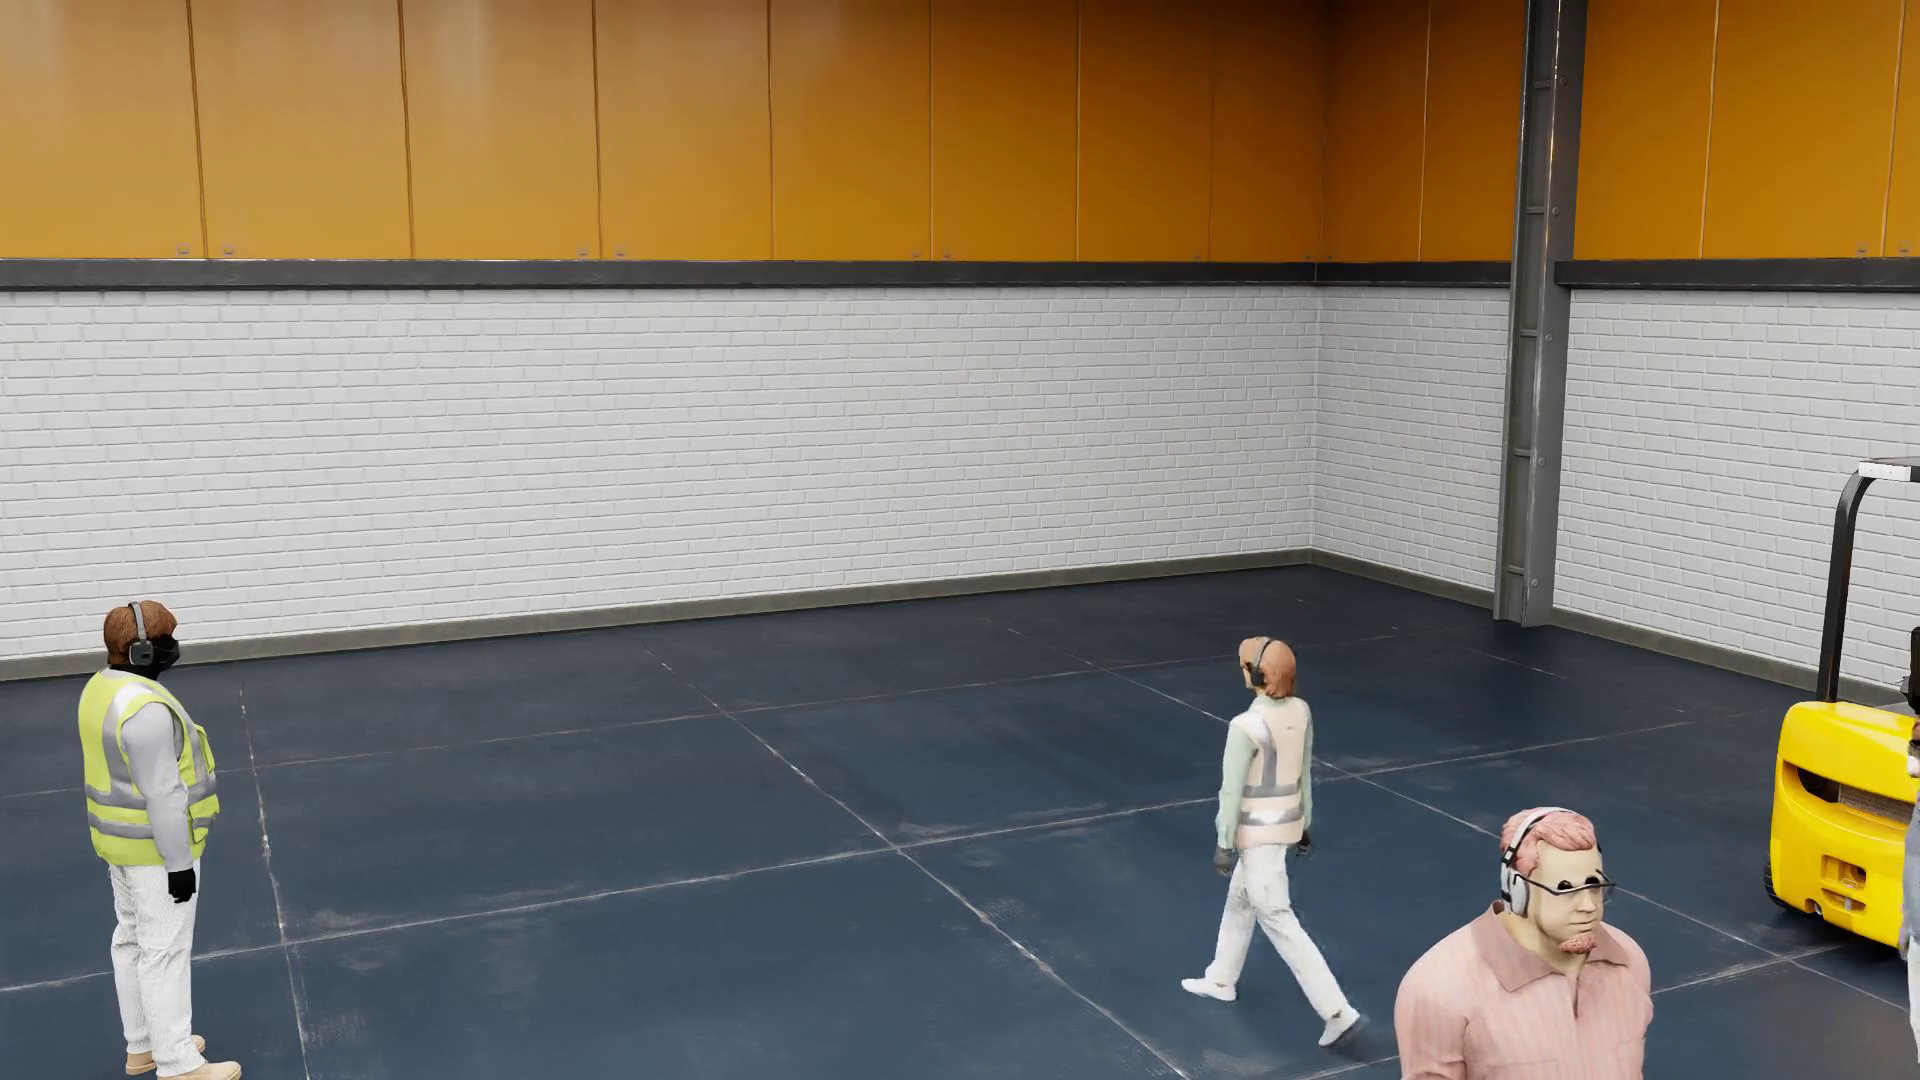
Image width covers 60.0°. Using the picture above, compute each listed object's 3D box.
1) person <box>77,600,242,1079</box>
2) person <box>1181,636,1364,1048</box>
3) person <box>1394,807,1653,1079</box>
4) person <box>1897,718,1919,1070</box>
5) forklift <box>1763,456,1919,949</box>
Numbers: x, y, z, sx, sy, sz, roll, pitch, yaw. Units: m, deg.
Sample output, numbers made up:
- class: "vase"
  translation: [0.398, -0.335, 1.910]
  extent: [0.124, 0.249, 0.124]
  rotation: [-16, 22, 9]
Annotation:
- class: "person"
  translation: [-2.977, 1.132, 6.167]
  extent: [0.429, 1.844, 0.624]
  rotation: [-9, 13, -44]
- class: "person"
  translation: [1.264, 1.176, 6.619]
  extent: [0.850, 1.608, 0.522]
  rotation: [8, 12, 41]
- class: "person"
  translation: [1.253, 1.508, 3.631]
  extent: [0.639, 1.908, 0.409]
  rotation: [-4, 10, -22]
- class: "person"
  translation: [3.222, 1.353, 5.480]
  extent: [0.304, 1.623, 0.500]
  rotation: [2, 9, 12]
- class: "forklift"
  translation: [4.857, 0.731, 7.561]
  extent: [2.313, 2.155, 1.214]
  rotation: [-4, 10, -25]
